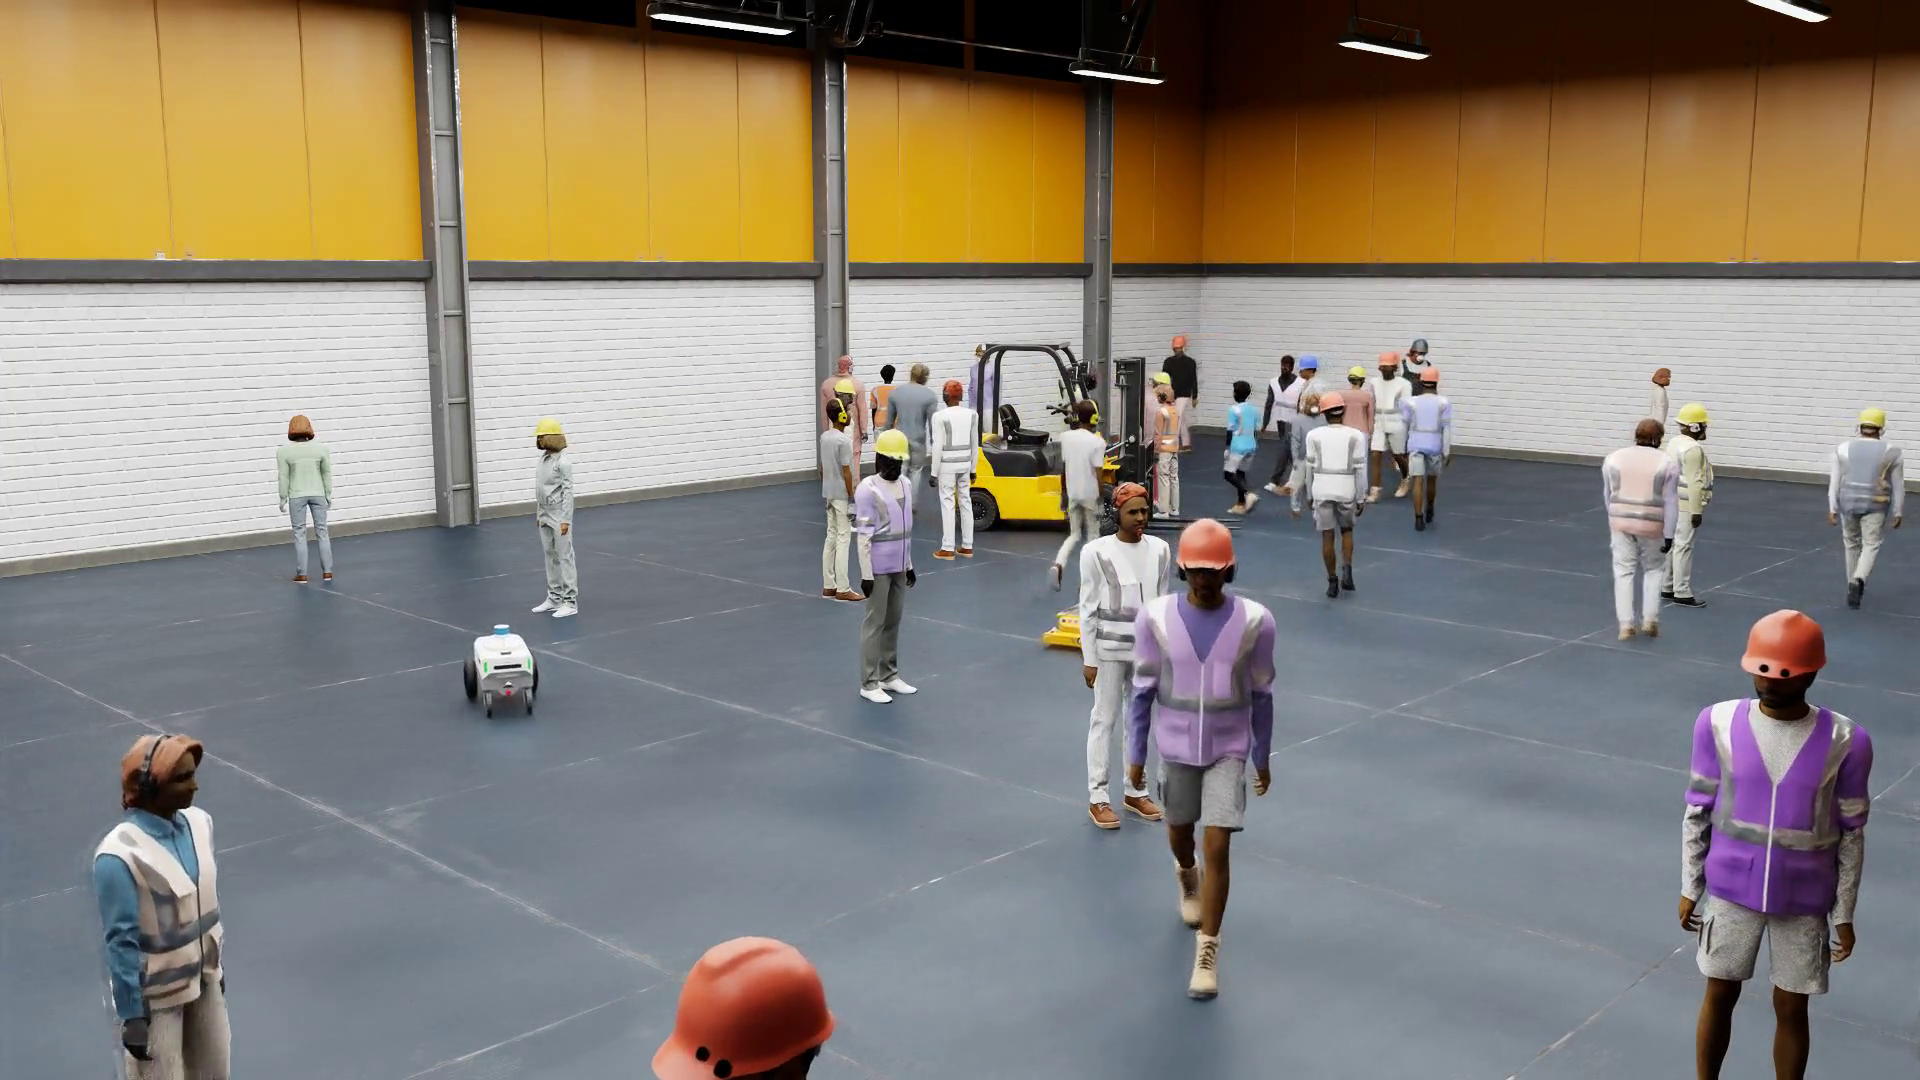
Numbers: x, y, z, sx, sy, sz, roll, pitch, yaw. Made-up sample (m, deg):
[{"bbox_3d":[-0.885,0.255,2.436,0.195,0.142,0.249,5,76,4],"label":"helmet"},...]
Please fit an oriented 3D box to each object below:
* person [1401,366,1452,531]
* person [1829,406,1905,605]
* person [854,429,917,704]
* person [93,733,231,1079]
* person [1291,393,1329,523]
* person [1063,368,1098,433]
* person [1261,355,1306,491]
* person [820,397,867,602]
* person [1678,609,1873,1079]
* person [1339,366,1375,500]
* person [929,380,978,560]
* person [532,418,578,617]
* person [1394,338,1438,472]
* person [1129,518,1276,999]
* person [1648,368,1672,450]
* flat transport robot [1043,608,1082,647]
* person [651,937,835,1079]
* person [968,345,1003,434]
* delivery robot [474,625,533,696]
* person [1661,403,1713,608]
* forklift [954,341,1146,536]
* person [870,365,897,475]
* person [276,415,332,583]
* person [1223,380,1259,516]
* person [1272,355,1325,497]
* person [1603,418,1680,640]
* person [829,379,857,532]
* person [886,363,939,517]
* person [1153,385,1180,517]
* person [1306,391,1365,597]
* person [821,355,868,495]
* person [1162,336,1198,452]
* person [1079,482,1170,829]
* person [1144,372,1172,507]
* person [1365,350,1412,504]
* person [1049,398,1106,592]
[{"bbox_3d":[5.472,-1.090,19.558,0.569,1.888,0.957,3,10,16],"label":"person"},{"bbox_3d":[8.200,-0.310,15.073,0.598,1.803,0.810,7,12,38],"label":"person"},{"bbox_3d":[-0.495,0.174,11.708,0.383,1.924,0.594,6,11,32],"label":"person"},{"bbox_3d":[-2.484,1.389,5.149,0.541,1.621,0.530,2,9,10],"label":"person"},{"bbox_3d":[4.144,-0.969,19.756,0.499,1.588,0.860,-1,9,-4],"label":"person"},{"bbox_3d":[1.568,-1.246,20.783,0.734,1.809,0.634,0,9,-2],"label":"person"},{"bbox_3d":[4.518,-1.614,22.888,0.921,1.868,0.616,-8,12,-41],"label":"person"},{"bbox_3d":[-1.091,-0.374,15.225,0.328,1.876,0.514,-6,11,-33],"label":"person"},{"bbox_3d":[2.691,1.175,5.542,0.550,1.933,0.375,5,11,30],"label":"person"},{"bbox_3d":[5.181,-1.397,21.839,0.527,1.765,0.329,3,10,19],"label":"person"},{"bbox_3d":[-0.065,-0.732,17.390,0.586,1.883,0.340,-7,11,-35],"label":"person"},{"bbox_3d":[-3.567,-0.200,14.560,0.295,1.744,0.491,-9,13,-44],"label":"person"},{"bbox_3d":[6.744,-2.000,24.689,0.697,2.000,0.539,1,9,3],"label":"person"},{"bbox_3d":[1.056,0.867,7.235,0.612,2.004,0.959,2,9,12],"label":"person"},{"bbox_3d":[9.928,-1.627,23.643,0.280,1.632,0.501,3,10,16],"label":"person"},{"bbox_3d":[1.272,0.657,13.808,0.652,0.197,1.431,5,10,26],"label":"flat transport robot"},{"bbox_3d":[-0.329,1.607,2.895,0.377,1.932,0.552,-8,12,-40],"label":"person"},{"bbox_3d":[0.354,-1.938,24.631,0.627,1.936,0.371,9,13,44],"label":"person"},{"bbox_3d":[-3.179,0.834,11.567,0.477,0.478,0.707,-4,10,-20],"label":"delivery robot"},{"bbox_3d":[6.554,-0.317,14.995,0.404,1.837,0.587,0,9,3],"label":"person"},{"bbox_3d":[0.977,-1.223,19.452,2.313,2.155,1.214,2,9,11],"label":"forklift"},{"bbox_3d":[-1.014,-1.628,23.488,0.530,1.689,0.321,3,10,18],"label":"person"},{"bbox_3d":[-6.337,-0.398,16.109,0.499,1.633,0.288,-6,11,-32],"label":"person"},{"bbox_3d":[3.471,-1.109,20.317,0.543,1.678,0.474,-9,13,-43],"label":"person"},{"bbox_3d":[4.676,-1.510,22.167,0.966,1.896,0.638,0,9,1],"label":"person"},{"bbox_3d":[5.615,-0.097,13.711,0.619,1.812,0.644,6,11,34],"label":"person"},{"bbox_3d":[-1.353,-0.971,19.234,0.329,1.764,0.524,-4,10,-23],"label":"person"},{"bbox_3d":[-0.578,-1.205,20.248,0.673,1.900,0.444,2,10,14],"label":"person"},{"bbox_3d":[2.509,-1.072,20.258,0.311,1.632,0.517,6,11,35],"label":"person"},{"bbox_3d":[3.481,-0.426,15.460,0.551,1.902,0.508,2,10,13],"label":"person"},{"bbox_3d":[-1.488,-1.461,21.790,0.653,1.906,0.405,4,10,22],"label":"person"},{"bbox_3d":[3.537,-2.369,27.253,1.055,1.933,0.621,-9,13,-44],"label":"person"},{"bbox_3d":[0.912,0.622,9.095,0.575,1.882,0.355,-5,11,-29],"label":"person"},{"bbox_3d":[2.410,-1.286,21.243,0.547,1.728,0.614,-8,12,-39],"label":"person"},{"bbox_3d":[5.643,-1.494,21.740,0.617,2.003,1.029,7,12,37],"label":"person"},{"bbox_3d":[1.100,-0.383,15.362,0.528,1.850,0.629,7,12,37],"label":"person"}]
